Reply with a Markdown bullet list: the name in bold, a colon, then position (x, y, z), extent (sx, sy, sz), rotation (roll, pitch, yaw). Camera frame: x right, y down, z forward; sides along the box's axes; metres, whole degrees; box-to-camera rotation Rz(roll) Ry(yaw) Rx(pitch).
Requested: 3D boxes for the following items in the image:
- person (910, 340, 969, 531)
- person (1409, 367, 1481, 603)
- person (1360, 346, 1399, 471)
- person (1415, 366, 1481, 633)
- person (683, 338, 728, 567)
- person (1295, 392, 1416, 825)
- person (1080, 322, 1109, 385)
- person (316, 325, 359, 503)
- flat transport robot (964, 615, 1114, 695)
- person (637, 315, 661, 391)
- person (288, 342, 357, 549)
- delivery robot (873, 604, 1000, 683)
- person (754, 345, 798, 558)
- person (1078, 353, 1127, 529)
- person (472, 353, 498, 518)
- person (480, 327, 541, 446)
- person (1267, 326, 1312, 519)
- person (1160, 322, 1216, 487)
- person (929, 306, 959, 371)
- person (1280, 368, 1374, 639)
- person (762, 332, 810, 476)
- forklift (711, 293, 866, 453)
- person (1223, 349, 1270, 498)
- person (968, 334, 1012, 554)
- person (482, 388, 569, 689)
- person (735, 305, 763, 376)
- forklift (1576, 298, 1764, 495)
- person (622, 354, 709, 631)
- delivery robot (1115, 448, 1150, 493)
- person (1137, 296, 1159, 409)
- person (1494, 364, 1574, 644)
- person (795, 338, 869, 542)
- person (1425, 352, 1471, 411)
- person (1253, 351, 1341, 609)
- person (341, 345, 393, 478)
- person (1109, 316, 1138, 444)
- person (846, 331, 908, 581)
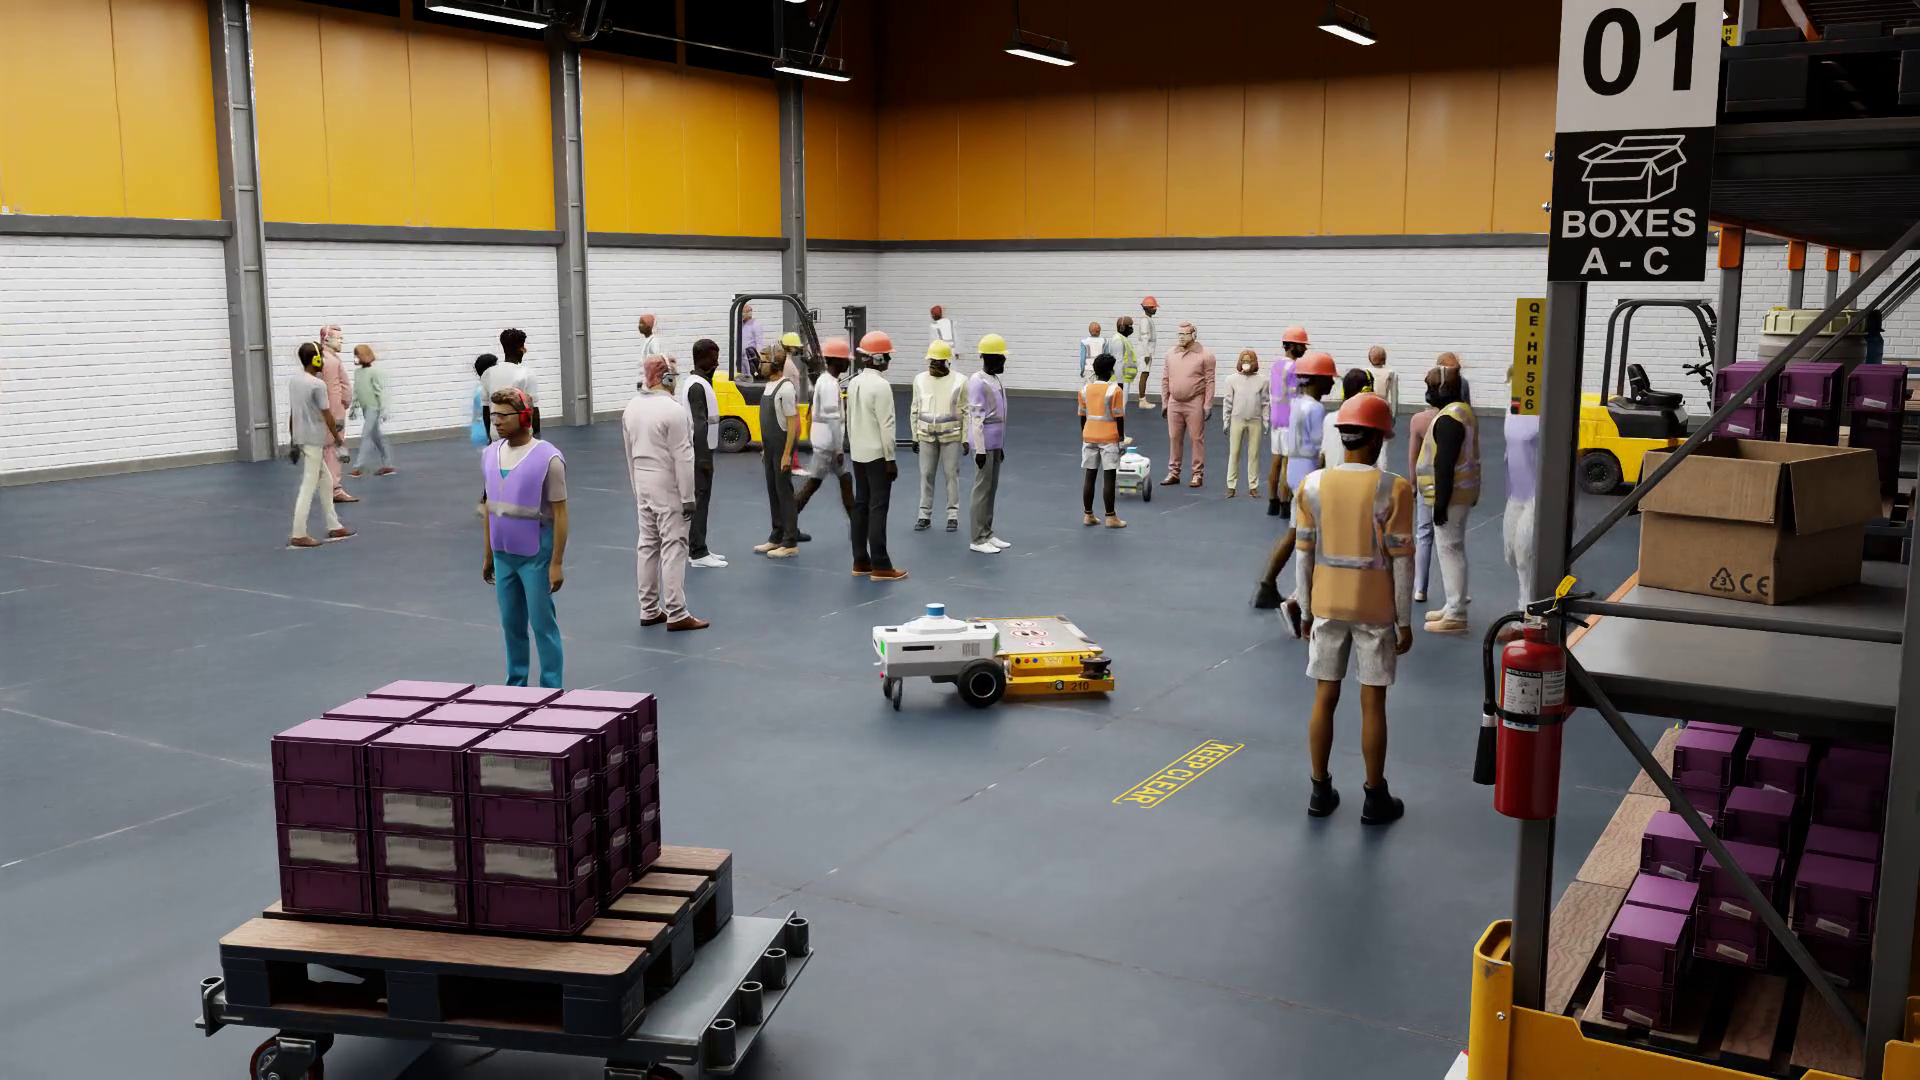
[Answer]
- **person**: position (-0.190, -0.990, 15.866), extent (0.589, 1.827, 0.404), rotation (2, 9, 14)
- **person**: position (3.589, -0.397, 12.344), extent (0.524, 1.772, 0.301), rotation (5, 11, 30)
- **person**: position (4.804, -1.438, 19.312), extent (0.524, 1.622, 0.523), rotation (1, 9, 8)
- **person**: position (3.356, -0.280, 11.464), extent (0.432, 1.826, 0.617), rotation (4, 10, 21)
- **person**: position (-2.177, -0.730, 13.979), extent (0.392, 1.914, 0.588), rotation (-2, 9, -10)
- **person**: position (1.775, 0.307, 7.459), extent (0.542, 1.928, 0.374), rotation (6, 11, 32)
- **person**: position (2.279, -2.860, 28.121), extent (0.511, 1.641, 0.307), rotation (-2, 9, -10)
- **person**: position (-6.742, -1.356, 17.913), extent (0.399, 1.905, 0.642), rotation (-6, 11, -33)
- **flat transport robot**: position (0.454, 0.684, 10.257), extent (0.652, 0.197, 1.431), rotation (-2, 9, -10)
- **person**: position (-4.476, -2.283, 23.809), extent (0.407, 1.869, 0.580), rotation (-3, 10, -20)
- **person**: position (-5.719, -0.858, 14.989), extent (0.542, 1.835, 0.829), rotation (8, 12, 42)
- **delivery robot**: position (-0.141, 0.609, 9.549), extent (0.707, 0.478, 0.477), rotation (-1, 9, -9)
- **person**: position (-1.588, -0.766, 14.413), extent (0.333, 1.843, 0.514), rotation (-5, 10, -28)
- **person**: position (1.378, -0.954, 16.058), extent (0.531, 1.693, 0.320), rotation (8, 12, 41)
- **person**: position (-4.529, -0.963, 16.109), extent (0.381, 1.696, 0.552), rotation (-2, 9, -11)
- **person**: position (-4.092, -0.963, 15.260), extent (0.612, 1.963, 0.363), rotation (4, 10, 22)
- **person**: position (3.315, -1.182, 16.729), extent (0.376, 1.934, 0.548), rotation (-2, 9, -13)
- **person**: position (2.603, -1.559, 19.168), extent (0.649, 1.906, 0.401), rotation (6, 11, 33)
- **person**: position (-0.275, -3.556, 31.840), extent (0.717, 1.856, 0.338), rotation (-6, 11, -35)
- **person**: position (2.545, -0.242, 11.222), extent (0.839, 1.834, 0.558), rotation (-3, 10, -20)
- **person**: position (-2.093, -1.647, 20.169), extent (0.536, 1.751, 0.543), rotation (-1, 9, -4)
- **forklift**: position (-2.458, -2.344, 23.176), extent (2.313, 2.155, 1.214), rotation (0, 9, -2)
- **person**: position (3.135, -1.271, 18.217), extent (0.508, 1.632, 0.269), rotation (1, 9, 4)
- **person**: position (0.270, -0.852, 14.696), extent (0.376, 1.924, 0.595), rotation (3, 10, 18)
- **person**: position (-2.360, 0.094, 9.040), extent (0.575, 1.843, 0.375), rotation (6, 11, 31)
- **person**: position (-3.795, -3.230, 29.601), extent (0.654, 1.904, 0.407), rotation (9, 13, 44)
- **forklift**: position (7.954, -1.589, 18.462), extent (2.313, 2.155, 1.214), rotation (5, 11, 30)
- **person**: position (-2.027, -0.326, 11.475), extent (0.643, 1.908, 0.411), rotation (8, 12, 42)
- **delivery robot**: position (1.865, -0.765, 18.129), extent (0.477, 0.478, 0.707), rotation (2, 9, 13)
- **person**: position (3.423, -3.404, 30.256), extent (0.383, 2.045, 0.605), rotation (2, 9, 10)
- **person**: position (3.869, -0.258, 11.044), extent (0.630, 1.914, 0.673), rotation (-2, 9, -11)
- **person**: position (-1.221, -0.897, 15.161), extent (0.969, 1.886, 0.563), rotation (-1, 9, -4)
- **person**: position (5.285, -1.243, 18.141), extent (0.517, 1.585, 0.816), rotation (-6, 11, -34)
- **person**: position (2.596, -0.426, 12.157), extent (0.924, 1.895, 0.552), rotation (1, 9, 4)
- **person**: position (-7.195, -1.542, 20.028), extent (0.521, 1.594, 0.814), rotation (8, 12, 41)
- **person**: position (2.360, -2.312, 24.070), extent (0.429, 1.843, 0.627), rotation (2, 9, 13)
- **person**: position (-0.682, -0.674, 13.366), extent (0.379, 1.996, 0.608), rotation (-6, 11, -33)
